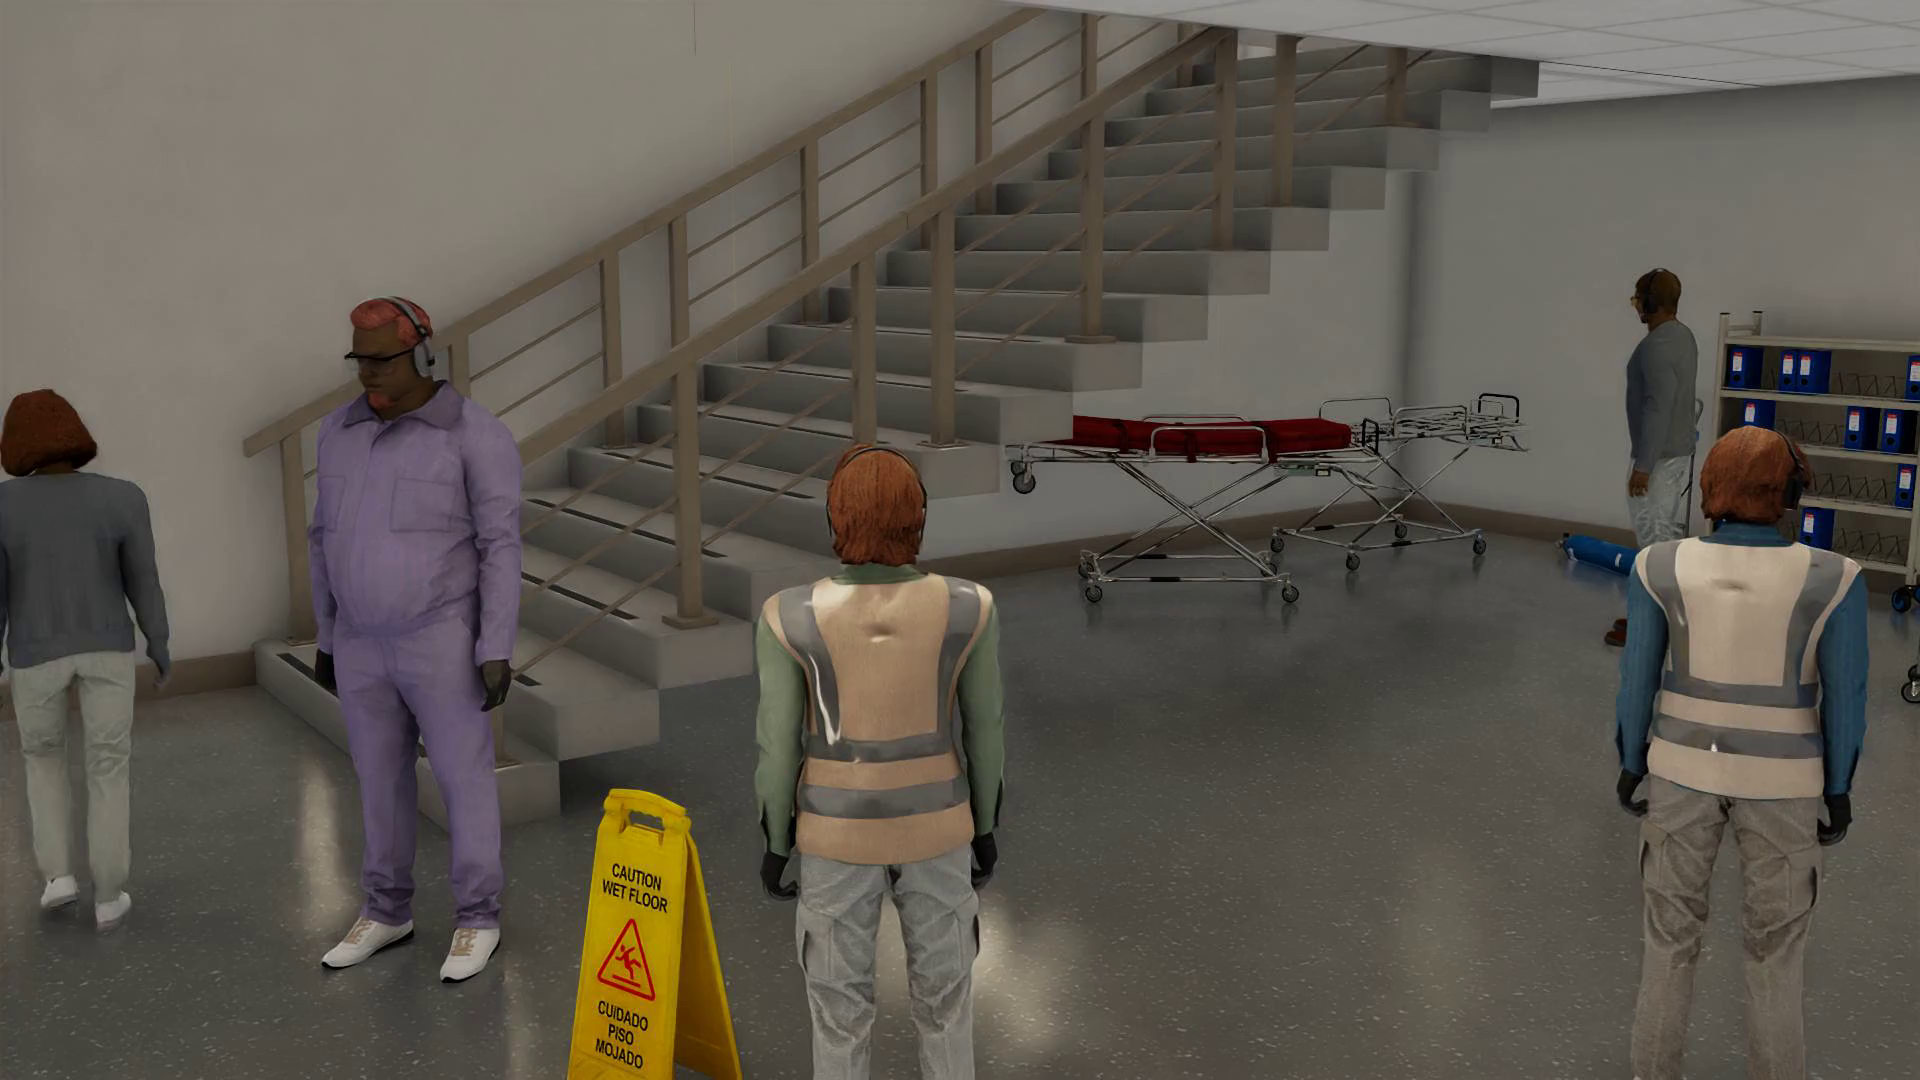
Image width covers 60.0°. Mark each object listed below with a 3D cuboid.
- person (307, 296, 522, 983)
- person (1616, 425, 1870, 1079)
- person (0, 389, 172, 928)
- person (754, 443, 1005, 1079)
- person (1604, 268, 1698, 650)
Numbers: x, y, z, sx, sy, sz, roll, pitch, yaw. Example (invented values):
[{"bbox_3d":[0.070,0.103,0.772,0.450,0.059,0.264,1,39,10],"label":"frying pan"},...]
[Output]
[{"bbox_3d":[-1.535,0.281,4.631,0.639,1.902,0.407,3,10,16],"label":"person"},{"bbox_3d":[1.758,0.558,3.788,0.513,1.639,0.313,6,12,32],"label":"person"},{"bbox_3d":[-2.655,0.360,4.991,0.522,1.613,0.404,-5,11,-28],"label":"person"},{"bbox_3d":[-0.159,0.624,3.400,0.514,1.641,0.309,-2,10,-11],"label":"person"},{"bbox_3d":[3.547,-0.408,8.491,0.369,1.936,0.630,6,12,33],"label":"person"}]
